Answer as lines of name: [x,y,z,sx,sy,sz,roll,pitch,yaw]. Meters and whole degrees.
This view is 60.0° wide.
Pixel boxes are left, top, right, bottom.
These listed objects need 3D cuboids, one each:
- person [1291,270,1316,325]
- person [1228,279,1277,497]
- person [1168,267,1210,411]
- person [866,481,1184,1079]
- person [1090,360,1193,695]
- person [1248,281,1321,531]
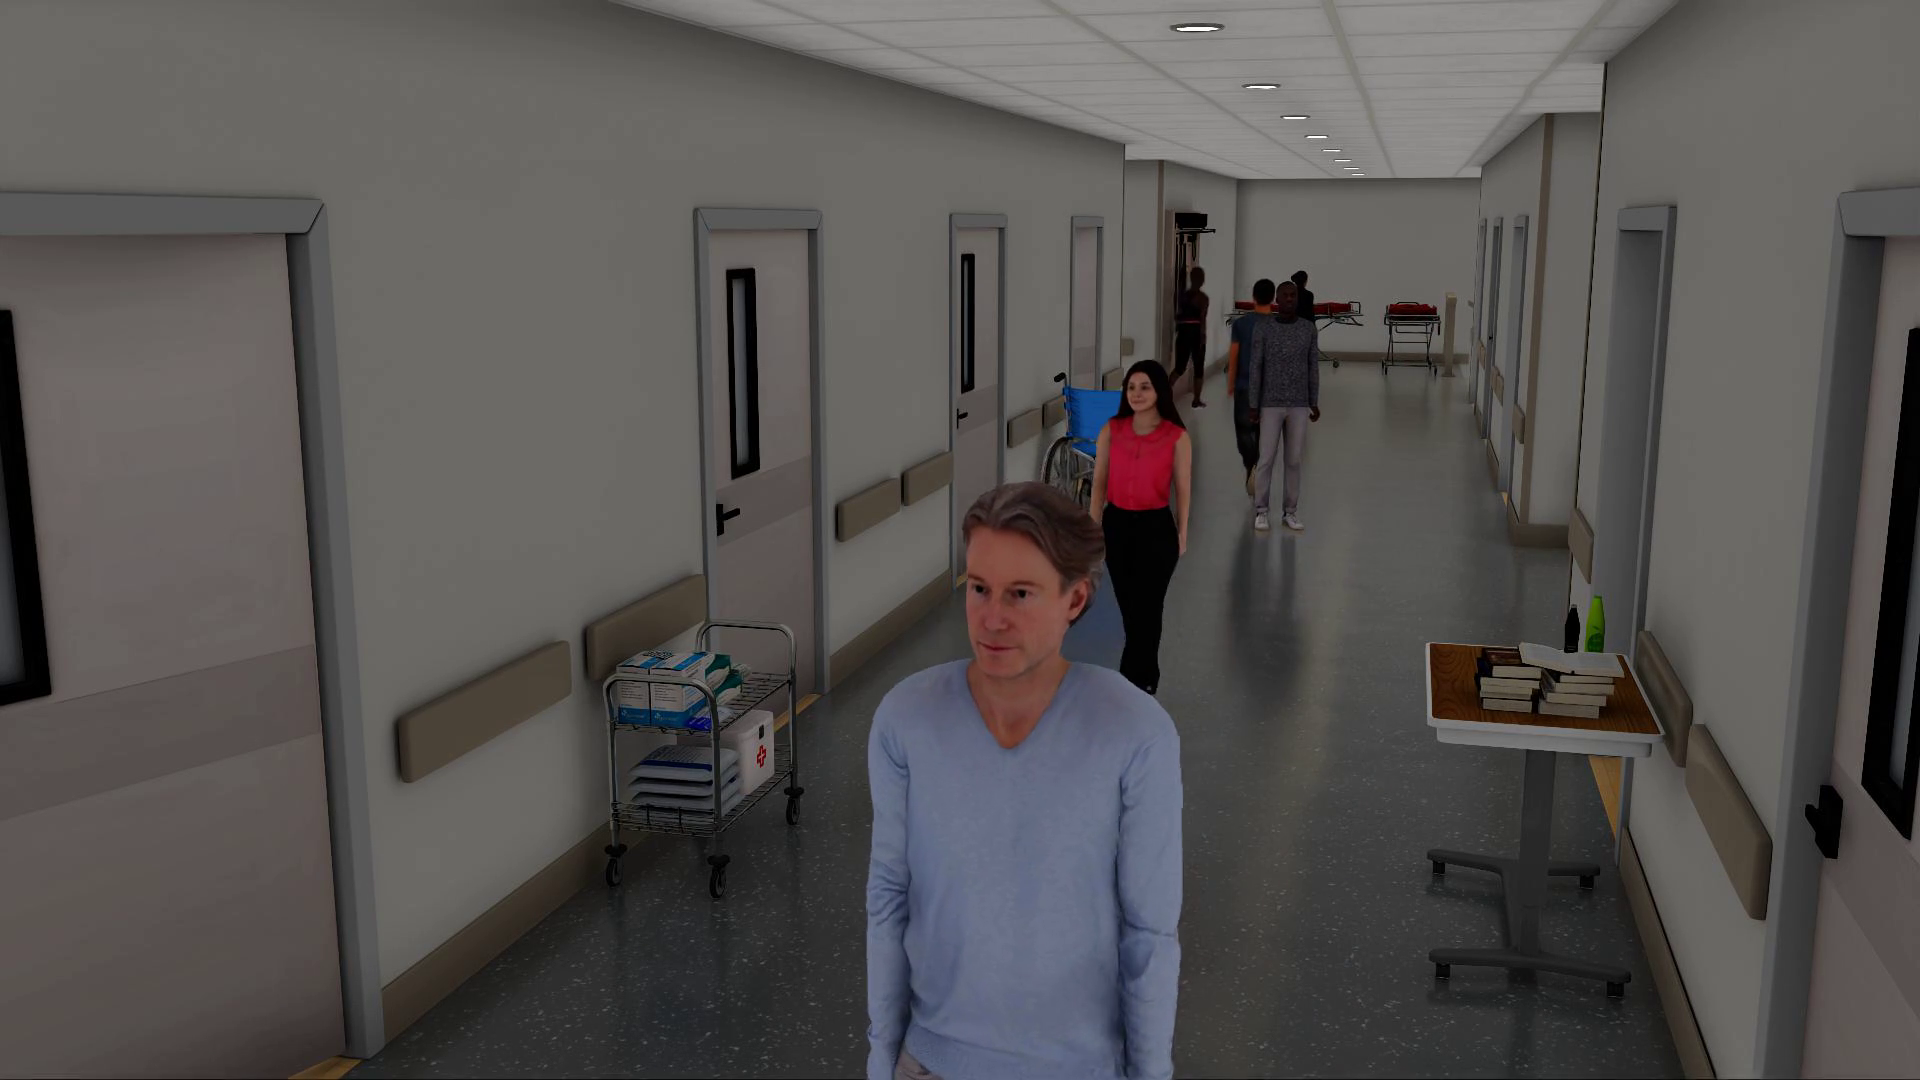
person: [4.559,-2.791,22.331,0.648,1.640,0.690,6,12,30]
person: [2.441,-1.218,13.654,0.786,1.784,1.079,1,11,4]
person: [2.675,-2.338,19.774,0.852,1.703,1.204,8,13,36]
person: [0.112,0.822,2.643,0.650,1.880,0.858,3,11,14]
person: [0.832,0.023,7.586,0.731,1.608,1.129,5,12,26]
person: [2.409,-1.003,12.378,0.760,1.838,0.680,-1,11,-5]
